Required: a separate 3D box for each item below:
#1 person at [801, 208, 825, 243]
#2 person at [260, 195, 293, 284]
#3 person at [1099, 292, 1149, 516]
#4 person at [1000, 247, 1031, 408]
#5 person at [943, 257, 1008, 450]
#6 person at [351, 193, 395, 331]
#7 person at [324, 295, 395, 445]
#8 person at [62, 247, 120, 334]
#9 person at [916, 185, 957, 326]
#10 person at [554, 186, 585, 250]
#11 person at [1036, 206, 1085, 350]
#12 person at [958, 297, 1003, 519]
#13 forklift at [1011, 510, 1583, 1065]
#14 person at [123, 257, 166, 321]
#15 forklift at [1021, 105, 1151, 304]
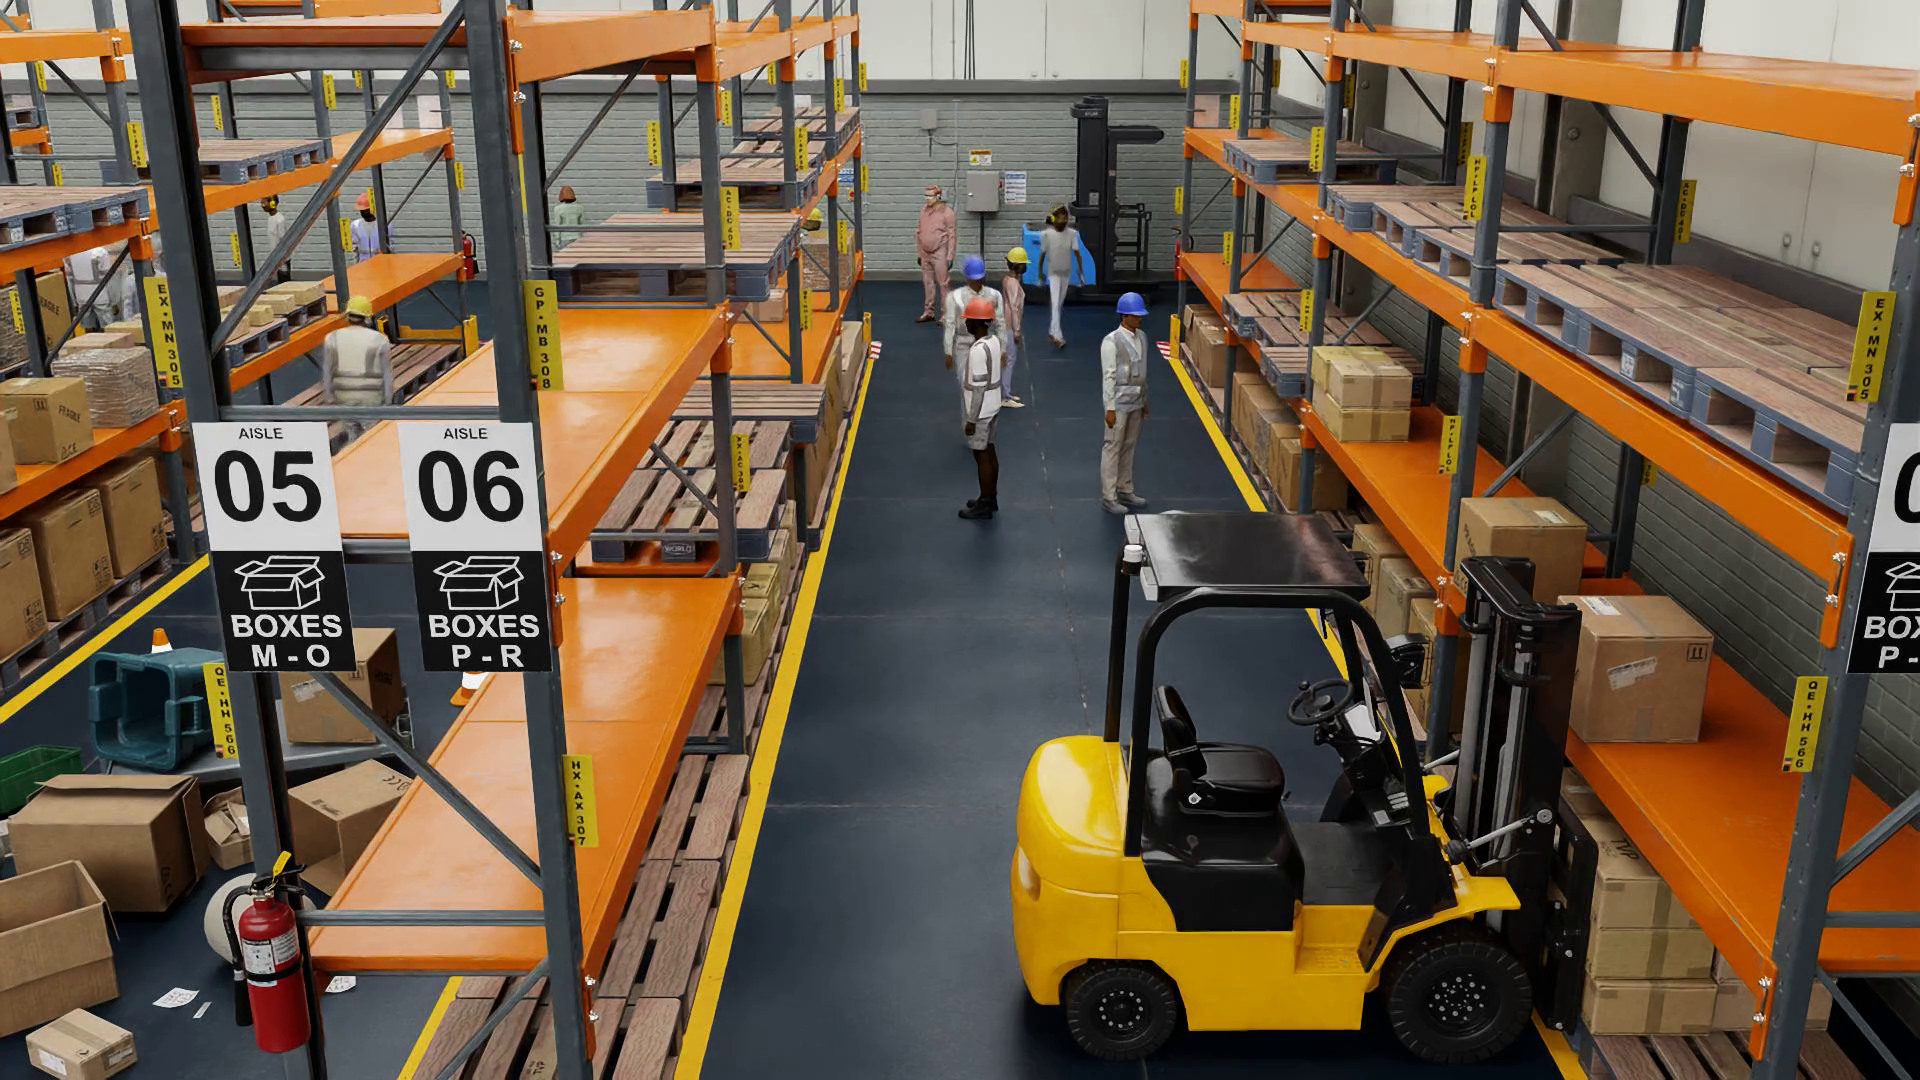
[{"bbox_3d":[-1.920,-3.478,21.809,0.325,1.732,0.489,-1,18,-3],"label":"person"},{"bbox_3d":[-9.228,-3.796,22.584,0.335,1.861,0.497,-13,22,-34],"label":"person"},{"bbox_3d":[1.452,-1.205,14.597,0.387,1.948,0.601,14,23,36],"label":"person"},{"bbox_3d":[0.600,-2.345,18.349,0.350,1.758,0.522,-2,18,-6],"label":"person"},{"bbox_3d":[0.189,-1.860,16.605,0.620,1.918,0.697,-6,19,-17],"label":"person"},{"bbox_3d":[-7.645,-3.557,21.733,0.548,1.931,0.379,-1,18,-3],"label":"person"},{"bbox_3d":[-5.456,-1.325,15.202,0.599,1.795,0.602,0,18,1],"label":"person"},{"bbox_3d":[-10.170,-2.830,19.550,0.547,1.929,0.386,1,18,3],"label":"person"},{"bbox_3d":[-0.350,-3.906,22.829,0.645,1.907,0.400,15,24,39],"label":"person"},{"bbox_3d":[-5.892,-4.528,25.151,0.495,1.625,0.281,-15,24,-38],"label":"person"},{"bbox_3d":[1.298,-3.354,21.313,0.510,1.808,0.994,-6,19,-18],"label":"person"},{"bbox_3d":[0.167,-1.138,14.408,0.361,1.939,0.543,6,19,17],"label":"person"},{"bbox_3d":[1.387,1.055,7.378,2.313,2.155,1.214,0,18,0],"label":"forklift"},{"bbox_3d":[-9.016,-2.408,18.566,0.583,1.728,0.583,-3,19,-9],"label":"person"},{"bbox_3d":[1.857,-4.944,24.441,1.873,2.768,1.129,0,18,0],"label":"forklift"}]
